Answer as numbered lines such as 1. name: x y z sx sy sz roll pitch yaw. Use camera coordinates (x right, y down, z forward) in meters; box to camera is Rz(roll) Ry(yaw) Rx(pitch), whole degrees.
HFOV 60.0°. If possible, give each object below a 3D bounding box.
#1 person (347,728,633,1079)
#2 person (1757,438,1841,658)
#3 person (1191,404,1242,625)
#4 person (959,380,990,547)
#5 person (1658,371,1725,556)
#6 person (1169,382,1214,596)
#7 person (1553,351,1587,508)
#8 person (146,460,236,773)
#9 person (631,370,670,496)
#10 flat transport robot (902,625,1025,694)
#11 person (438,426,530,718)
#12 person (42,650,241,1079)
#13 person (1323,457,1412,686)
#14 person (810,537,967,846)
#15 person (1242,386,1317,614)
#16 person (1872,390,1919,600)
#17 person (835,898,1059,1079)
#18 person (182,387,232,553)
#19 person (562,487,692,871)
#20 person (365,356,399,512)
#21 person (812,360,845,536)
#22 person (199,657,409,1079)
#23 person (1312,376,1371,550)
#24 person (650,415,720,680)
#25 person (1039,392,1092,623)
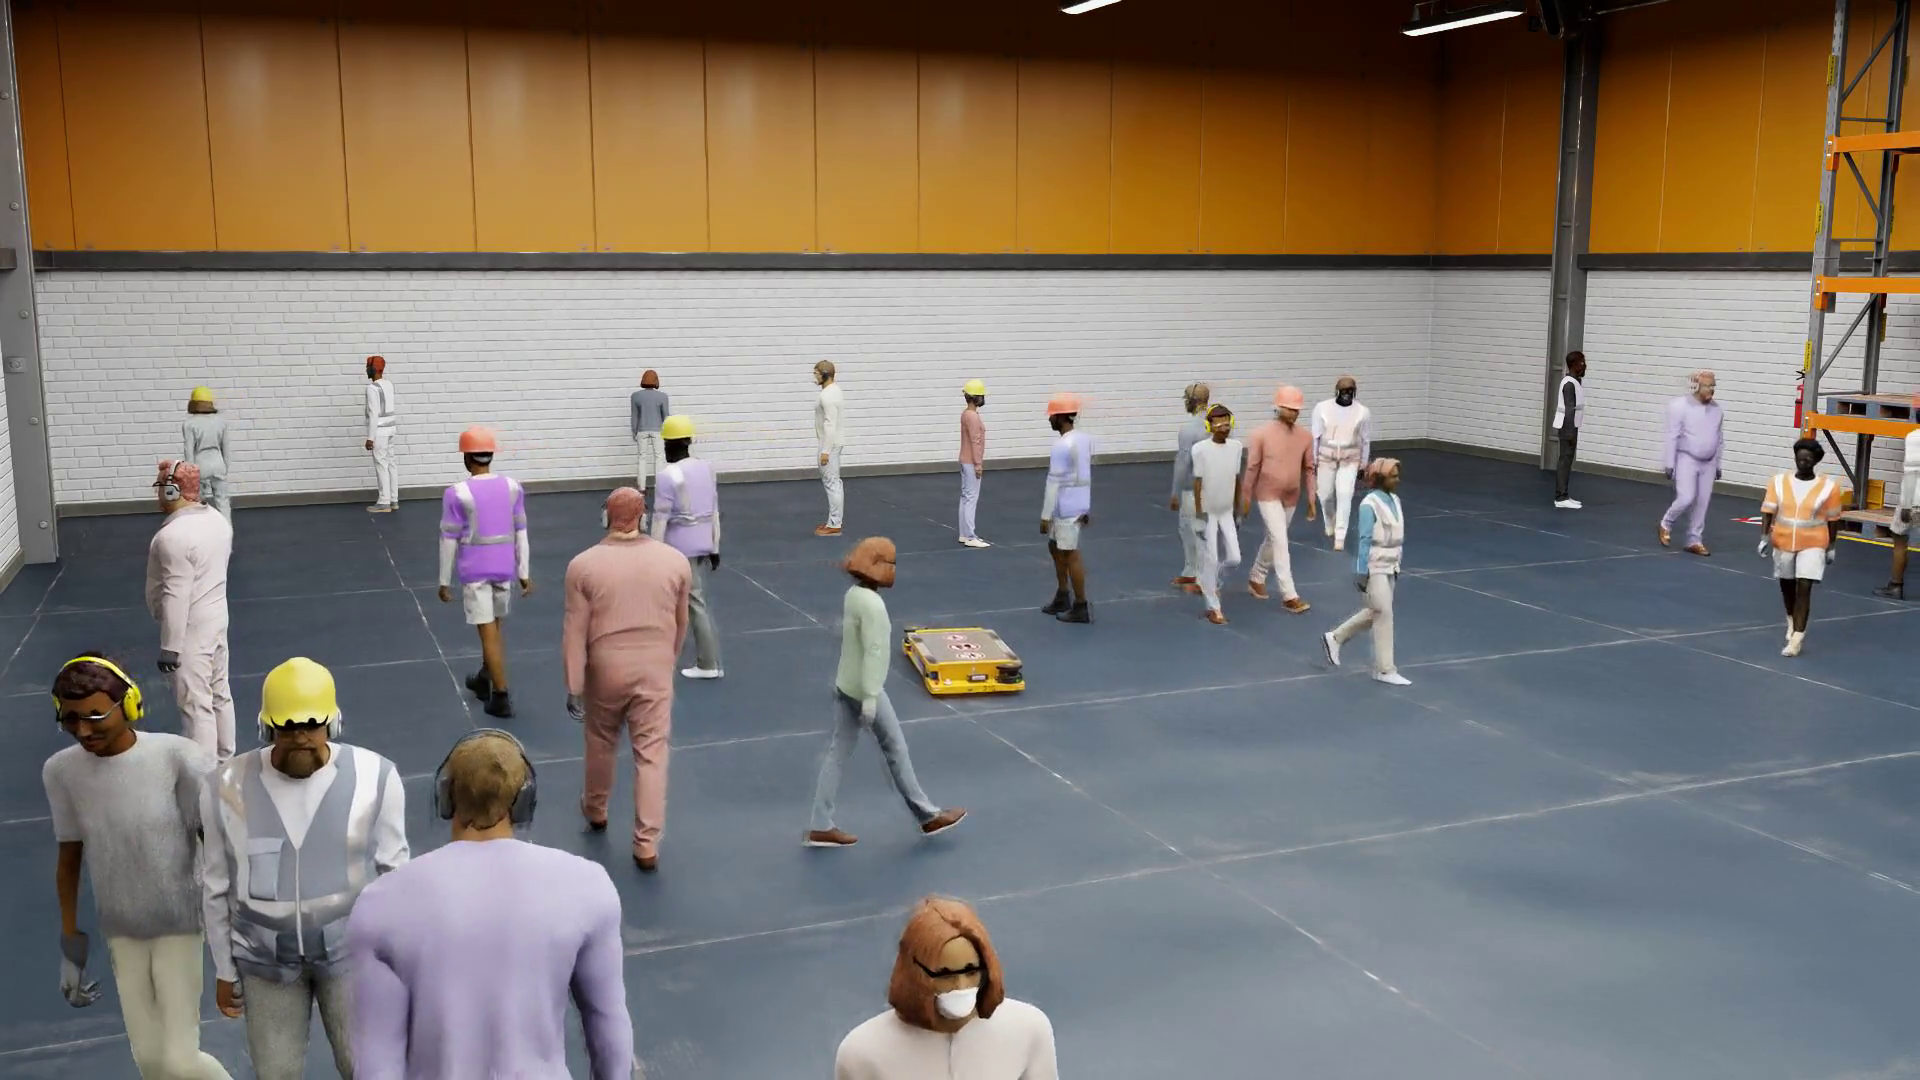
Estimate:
1. person: -1.090 1.408 3.899 0.641 1.869 1.056 -2 10 -10
2. person: 6.483 0.024 12.839 0.536 1.662 0.839 8 12 41
3. person: 2.119 -0.213 13.751 0.518 1.840 0.451 -4 10 -22
4. person: 0.151 -0.807 17.570 0.316 1.766 0.532 -2 10 -12
5. person: 7.541 -0.794 17.082 0.652 1.891 0.468 -2 10 -14
6. person: 2.048 -0.455 14.950 0.671 1.920 0.653 7 11 34
7. person: 7.492 -1.358 20.446 0.391 1.917 0.593 3 10 19
8. person: -4.263 0.504 9.195 0.409 1.908 0.641 0 9 -2
9. person: -3.981 -1.375 21.426 0.500 1.627 0.273 0 9 1
10. flat transport robot: 0.004 0.847 12.057 0.652 0.197 1.431 -2 9 -10
11. person: -3.226 0.194 11.062 0.570 1.905 0.875 -9 13 -44
12. person: -2.465 1.217 5.070 0.569 1.838 0.466 1 9 3
13. person: 2.925 0.203 11.881 0.685 1.618 0.516 7 12 38
14. person: -0.399 0.772 8.501 0.858 1.583 0.515 -3 10 -20
15. person: 2.772 -0.377 14.470 0.611 1.942 1.055 -4 10 -23
16. person: 8.459 -0.367 14.490 0.553 1.911 0.842 -4 10 -20
17. person: 0.010 1.577 3.636 0.510 1.591 0.852 -3 10 -19
18. person: -7.845 -0.725 17.231 0.799 1.711 0.498 8 12 40
19. person: -1.689 0.660 8.403 0.650 1.854 0.997 -3 10 -19
20. person: -6.989 -1.273 20.044 0.355 1.880 0.576 1 9 5
21. person: -1.441 -1.009 18.266 0.355 1.936 0.637 0 9 2
22. person: -1.960 1.237 5.031 0.590 1.824 0.406 -3 10 -15
23. person: 4.009 -0.833 17.581 0.632 1.814 0.759 2 10 14
24. person: -2.086 0.049 11.969 0.871 1.893 0.612 4 10 25
25. person: 0.829 -0.267 13.821 0.655 1.912 0.563 5 10 26
